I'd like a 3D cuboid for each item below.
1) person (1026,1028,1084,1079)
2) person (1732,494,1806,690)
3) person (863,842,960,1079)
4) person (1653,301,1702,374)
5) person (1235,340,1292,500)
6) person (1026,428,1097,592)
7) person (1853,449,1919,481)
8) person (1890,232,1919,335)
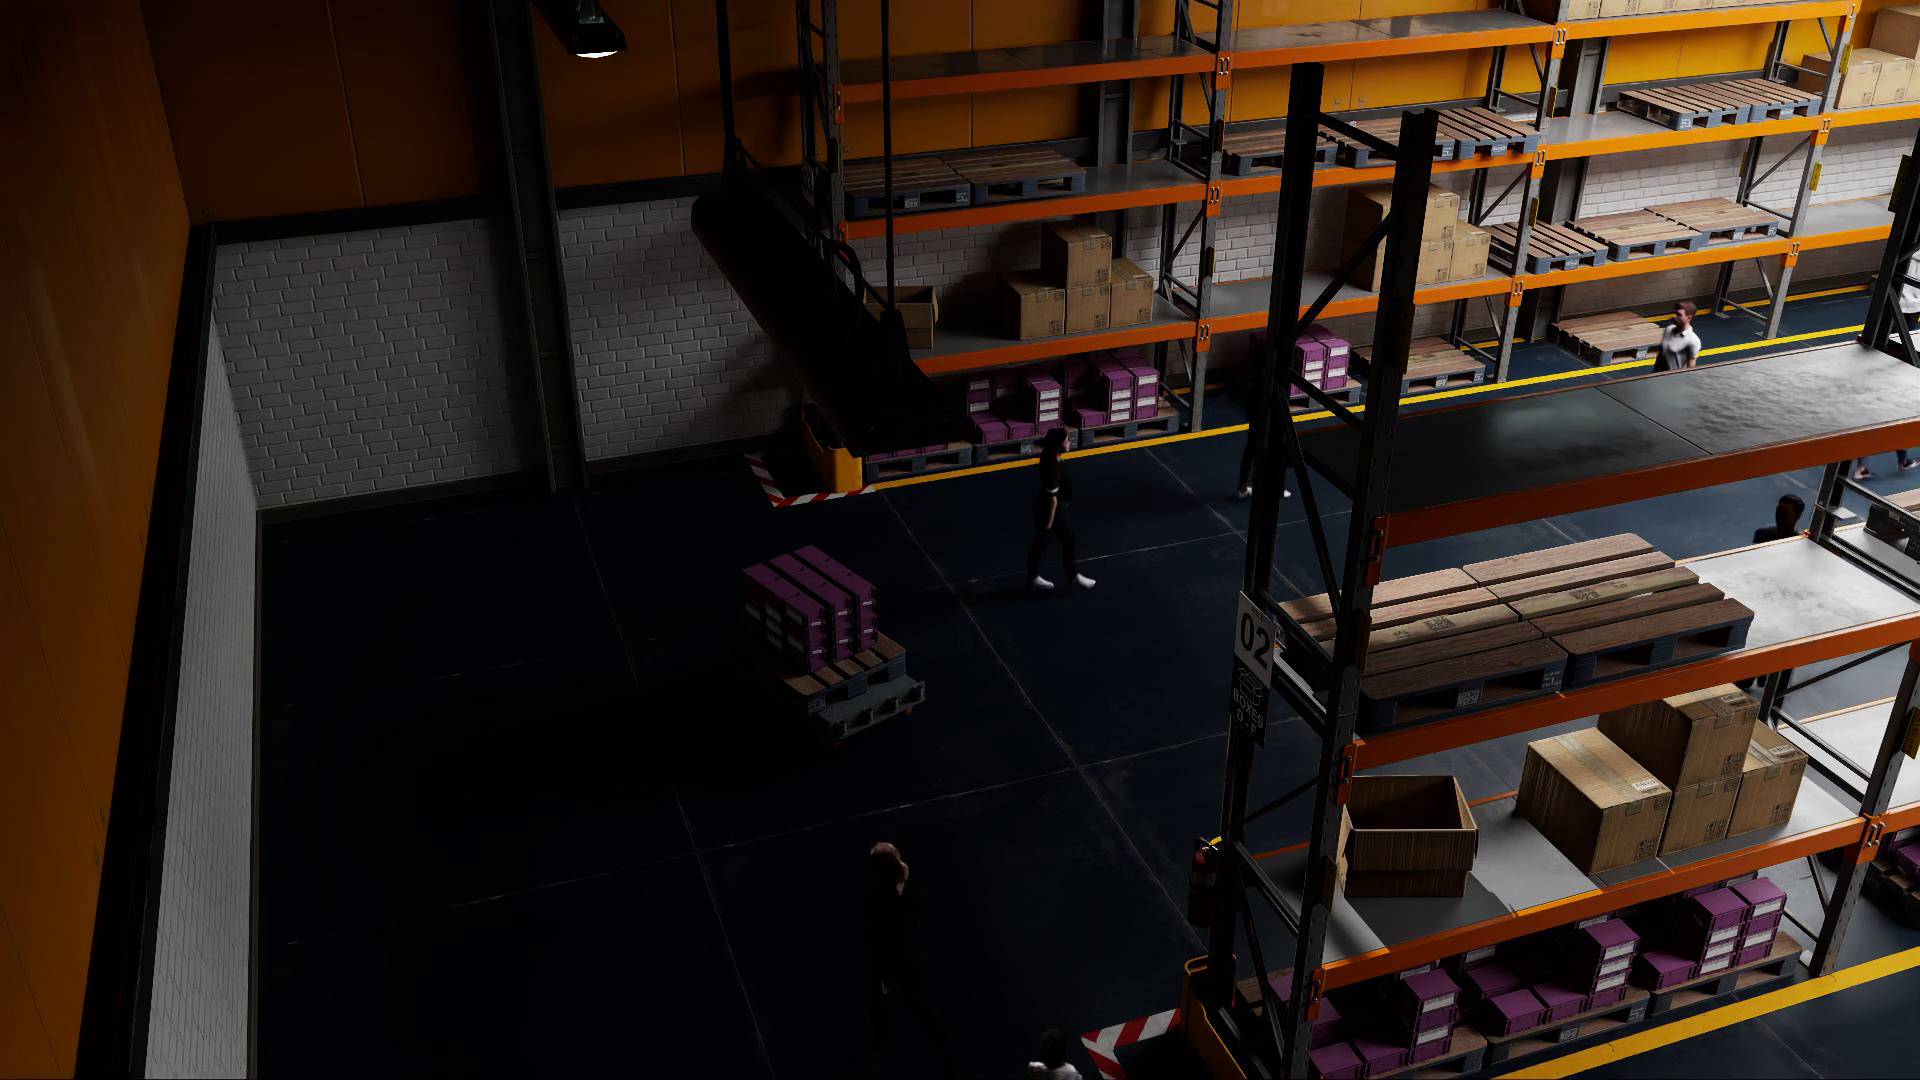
[{"bbox_3d":[0.503,3.180,9.010,0.772,1.251,0.803,9,30,16],"label":"person"},{"bbox_3d":[6.610,0.441,13.460,0.754,1.798,0.732,-16,33,-27],"label":"person"},{"bbox_3d":[-0.316,2.517,9.775,1.047,1.680,0.926,-25,38,-38],"label":"person"},{"bbox_3d":[7.300,-1.579,17.107,0.540,1.851,0.653,-8,30,-15],"label":"person"},{"bbox_3d":[2.934,-1.170,16.501,0.759,1.714,0.619,-10,30,-18],"label":"person"},{"bbox_3d":[0.734,-0.257,14.925,0.908,1.620,0.704,-4,29,-8],"label":"person"},{"bbox_3d":[9.434,-1.339,16.940,0.968,1.589,0.595,-10,30,-18],"label":"person"},{"bbox_3d":[10.891,-2.734,19.142,0.696,1.930,0.833,3,29,5],"label":"person"}]
